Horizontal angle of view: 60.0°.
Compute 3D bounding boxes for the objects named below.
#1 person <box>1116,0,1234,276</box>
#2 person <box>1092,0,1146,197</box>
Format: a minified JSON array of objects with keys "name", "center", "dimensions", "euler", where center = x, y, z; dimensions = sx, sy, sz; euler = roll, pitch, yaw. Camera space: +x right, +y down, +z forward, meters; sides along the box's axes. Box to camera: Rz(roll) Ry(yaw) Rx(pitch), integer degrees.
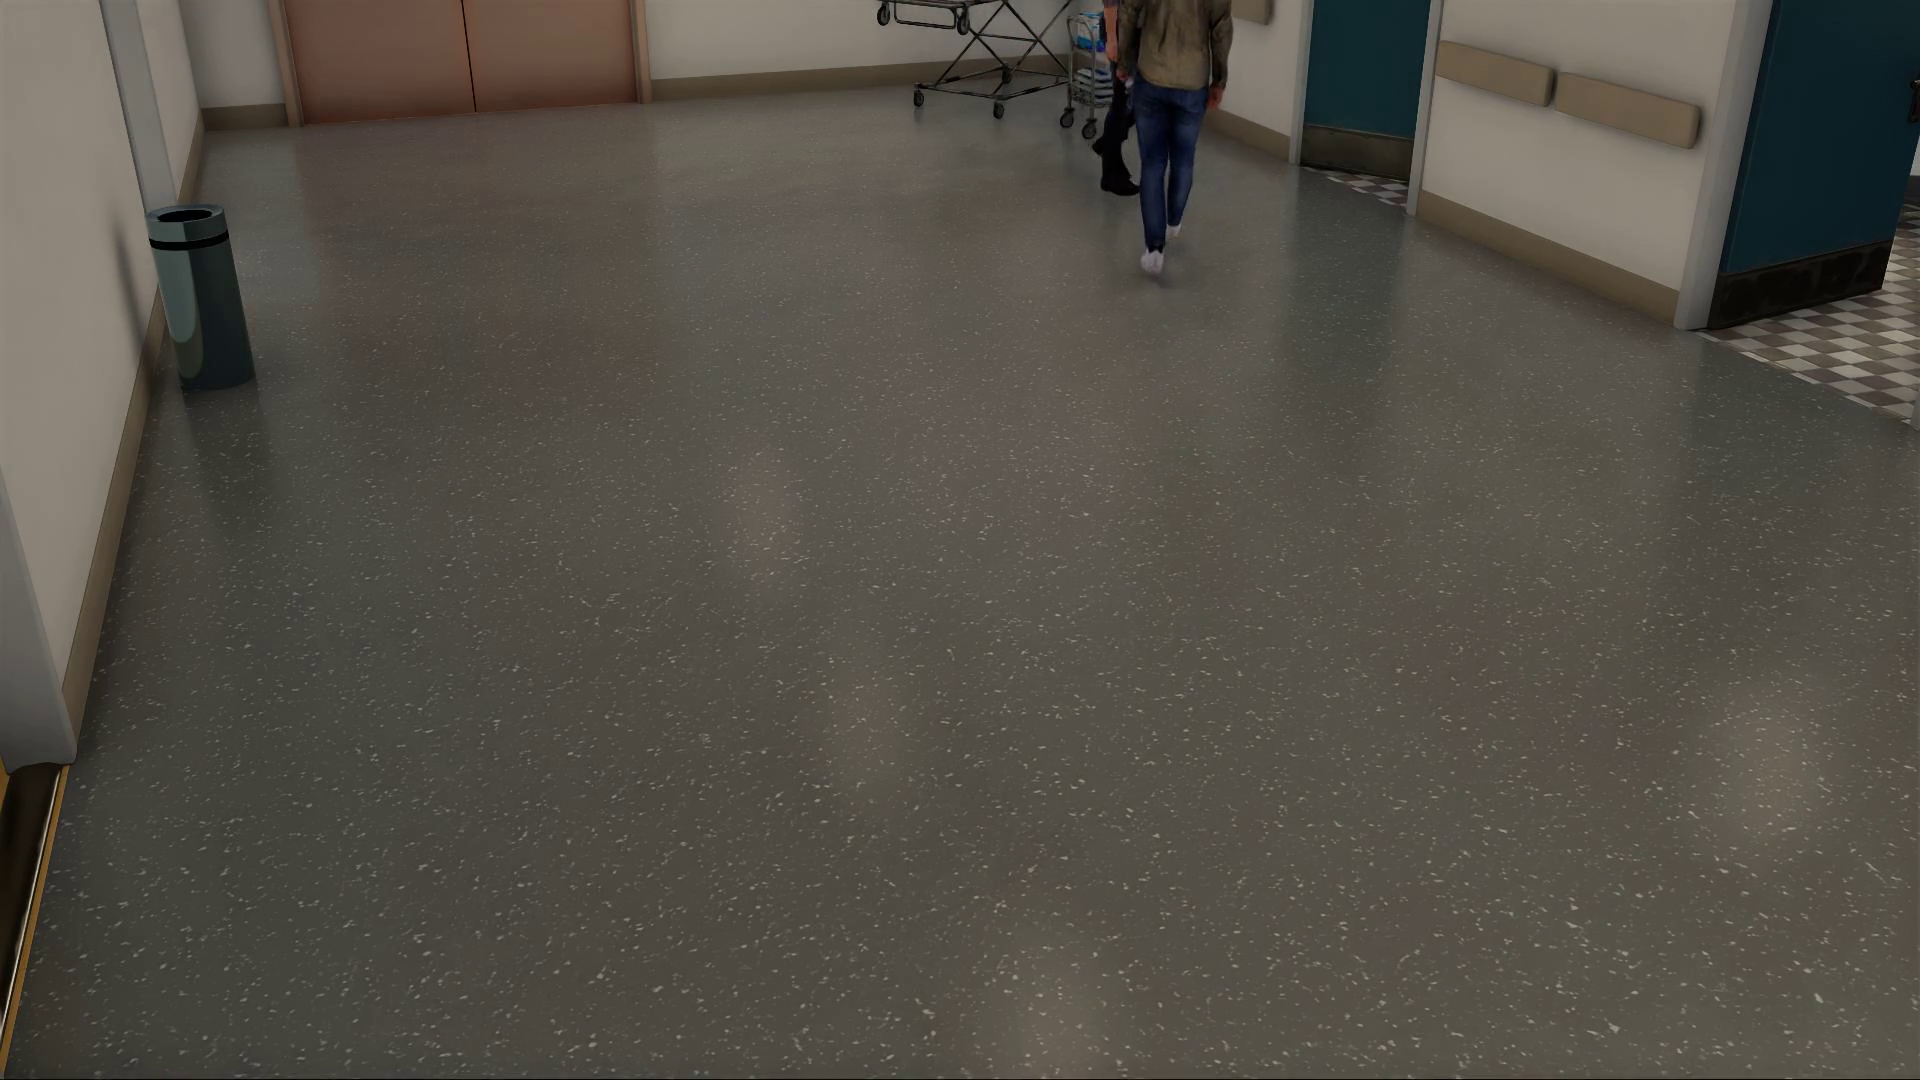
[{"name":"person","center":[1.020,-2.190,8.099],"dimensions":[1.033,1.817,1.274],"euler":[2,26,4]},{"name":"person","center":[0.938,-2.969,9.637],"dimensions":[0.890,1.885,0.921],"euler":[-21,33,-36]}]
